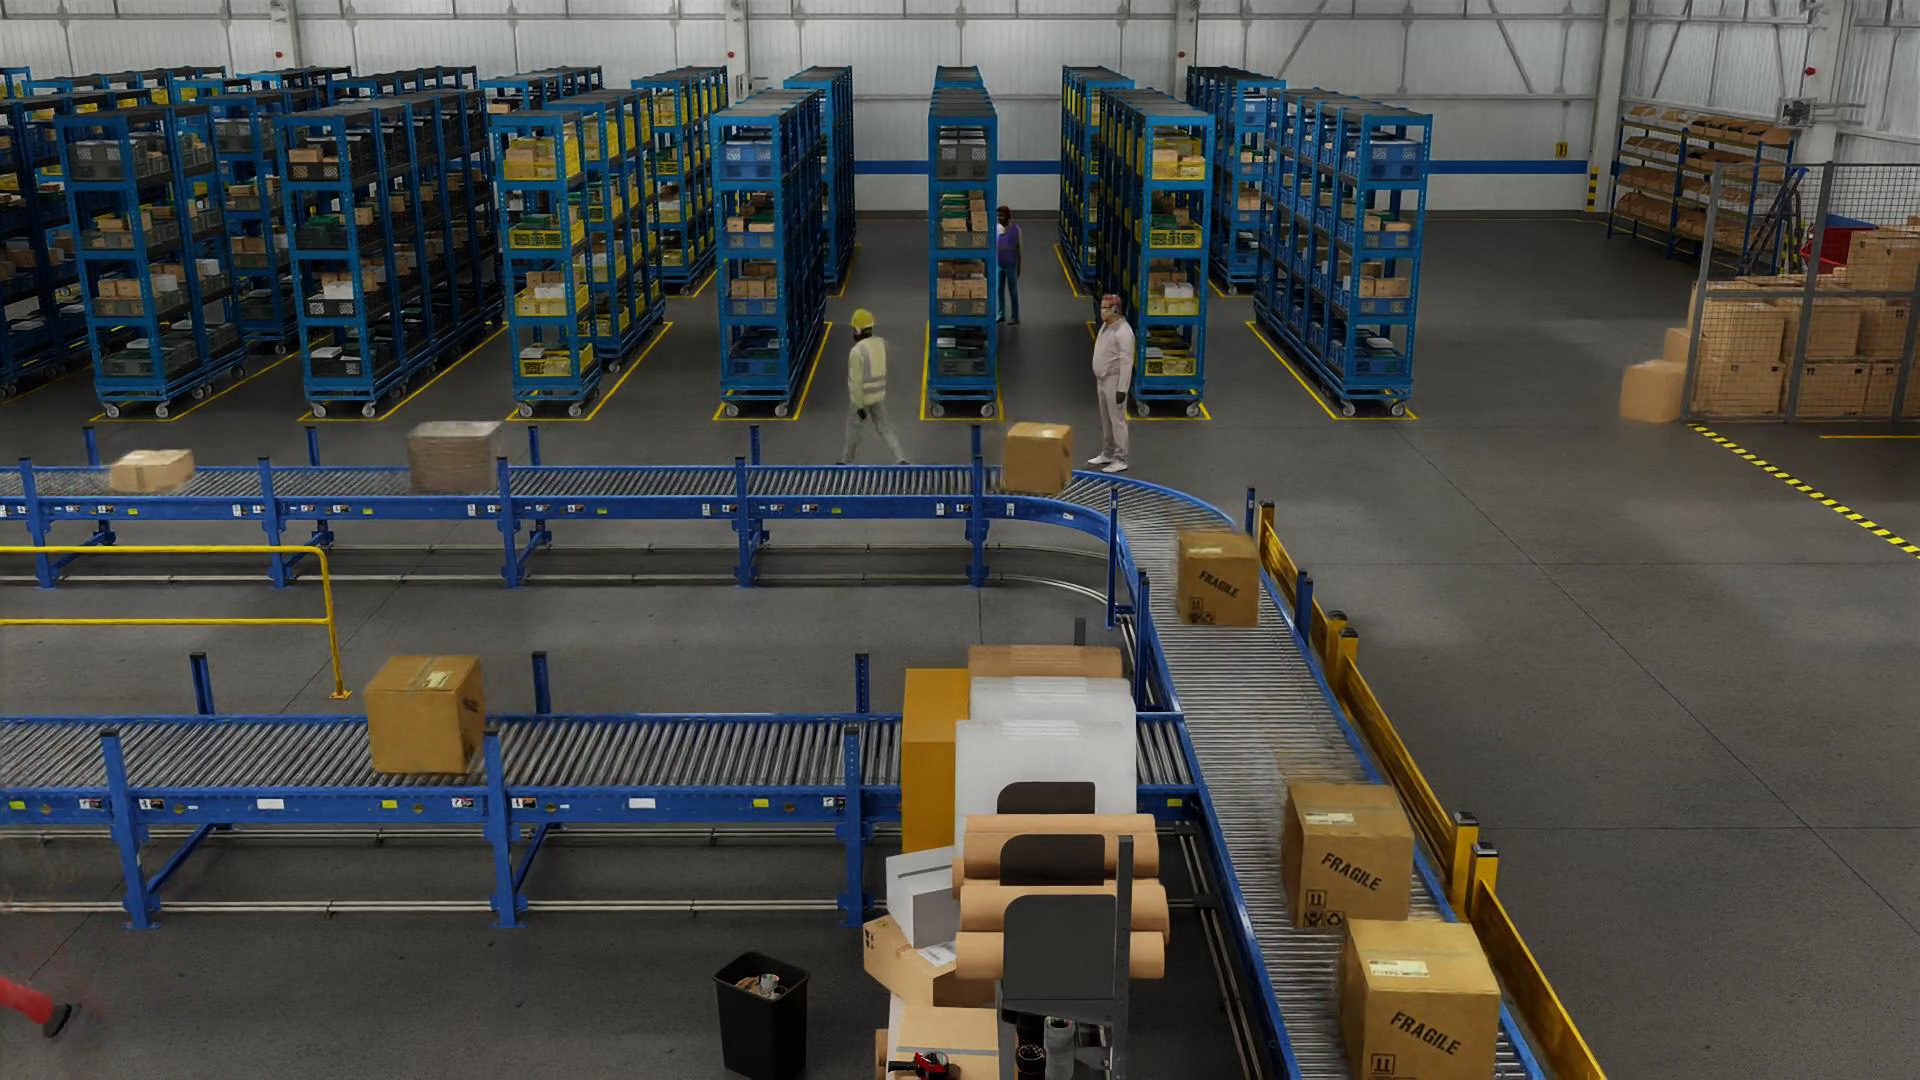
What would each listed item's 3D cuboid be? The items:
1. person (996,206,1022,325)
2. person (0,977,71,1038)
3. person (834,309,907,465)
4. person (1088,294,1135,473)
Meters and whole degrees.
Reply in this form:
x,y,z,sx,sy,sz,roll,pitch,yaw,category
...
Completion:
x,y,z,sx,sy,sz,roll,pitch,yaw,category
0.719,-4.276,25.852,0.575,1.830,0.388,12,21,32,person
-4.698,1.692,7.676,0.849,1.712,0.533,-8,20,-23,person
-0.931,-1.533,17.467,0.914,1.800,0.582,14,22,36,person
1.599,-1.673,17.710,0.401,1.906,0.650,-5,19,-16,person
